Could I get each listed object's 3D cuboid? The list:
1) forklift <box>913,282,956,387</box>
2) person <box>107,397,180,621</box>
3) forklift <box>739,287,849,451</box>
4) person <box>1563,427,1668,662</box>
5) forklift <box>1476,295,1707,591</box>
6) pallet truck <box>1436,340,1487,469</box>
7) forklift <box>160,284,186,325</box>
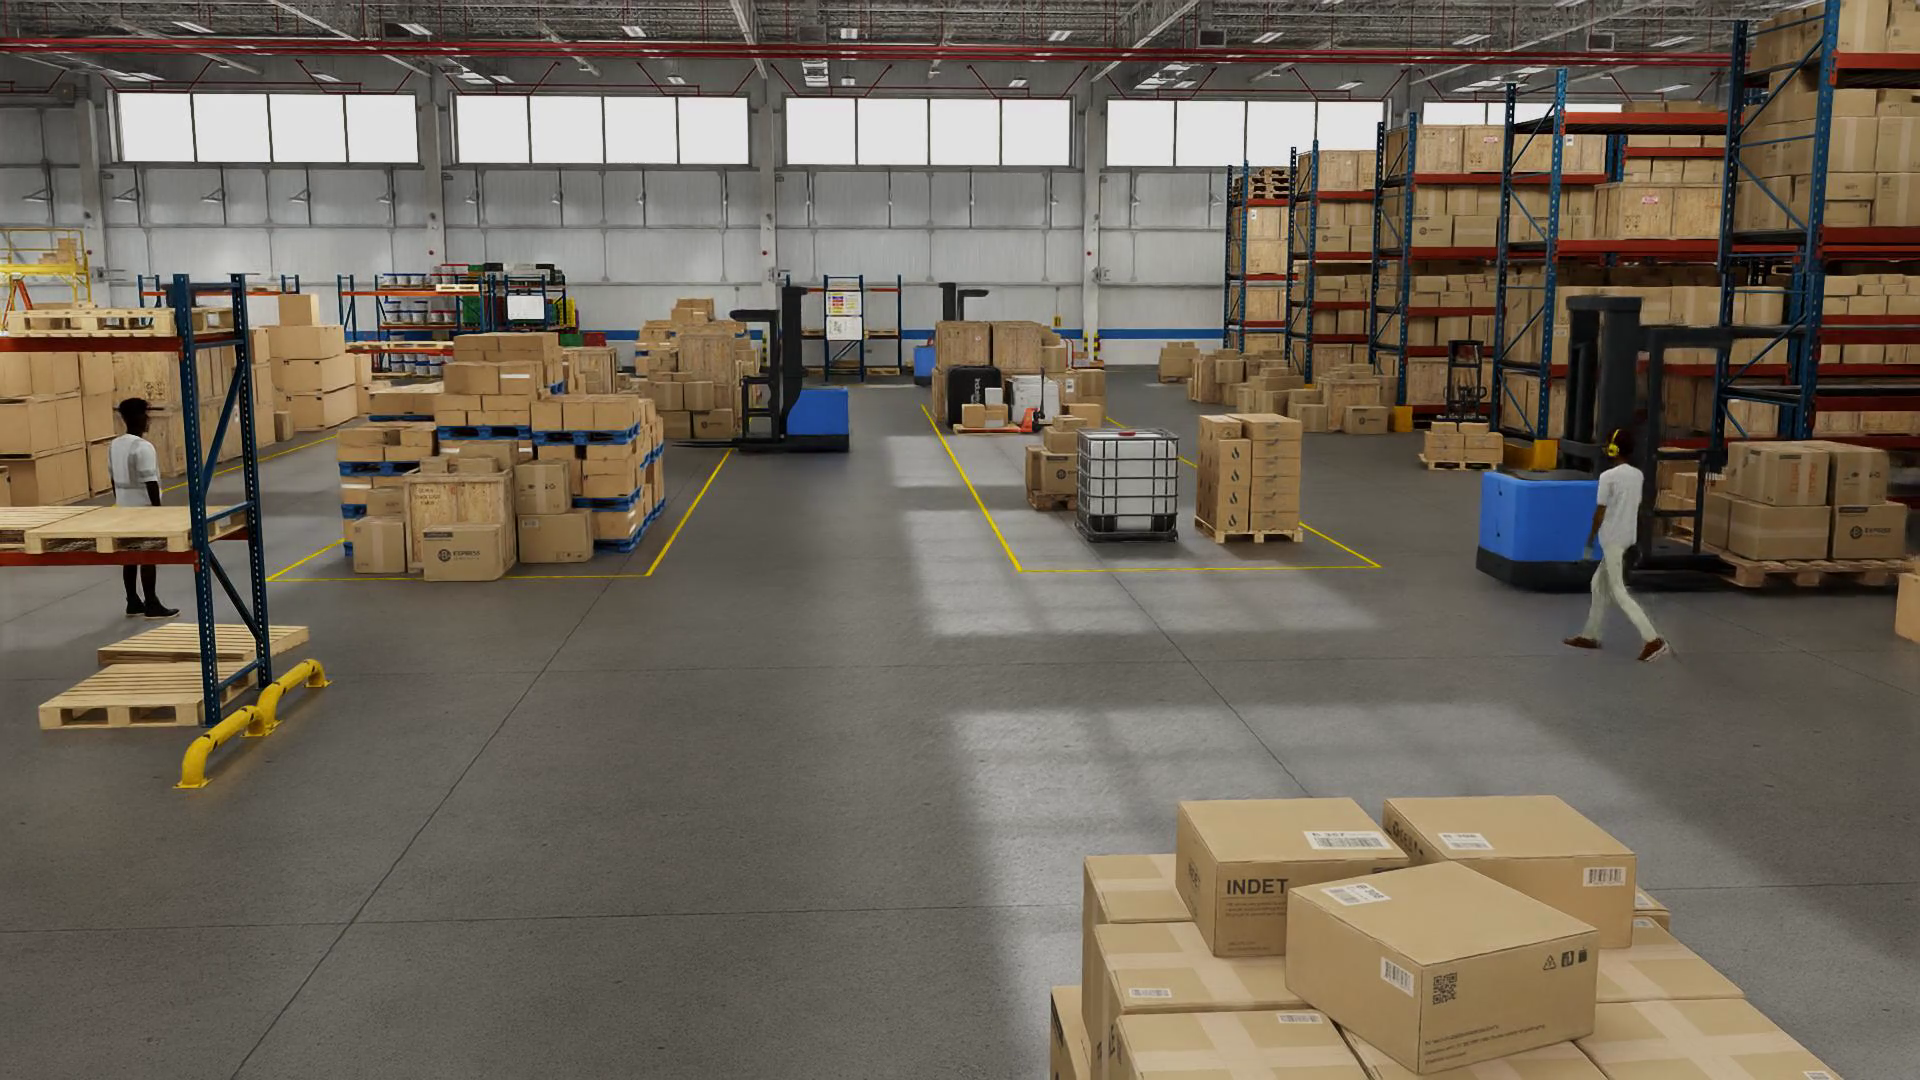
[{"bbox_3d":[-0.311,-5.566,44.978,1.873,2.768,1.129,-1,9,-4],"label":"forklift"},{"bbox_3d":[-7.192,-0.273,14.602,0.613,1.964,0.361,6,11,32],"label":"person"},{"bbox_3d":[-2.857,-2.959,28.607,1.873,2.768,1.129,-1,9,-4],"label":"forklift"},{"bbox_3d":[5.219,0.031,13.136,0.530,1.836,0.917,-7,11,-37],"label":"person"},{"bbox_3d":[6.151,-0.974,16.143,1.873,2.768,1.129,-1,9,-4],"label":"forklift"},{"bbox_3d":[8.004,-2.170,26.422,0.823,1.965,1.885,2,9,14],"label":"pallet truck"},{"bbox_3d":[-17.699,-4.394,37.621,1.873,2.768,1.129,-6,11,-32],"label":"forklift"}]
